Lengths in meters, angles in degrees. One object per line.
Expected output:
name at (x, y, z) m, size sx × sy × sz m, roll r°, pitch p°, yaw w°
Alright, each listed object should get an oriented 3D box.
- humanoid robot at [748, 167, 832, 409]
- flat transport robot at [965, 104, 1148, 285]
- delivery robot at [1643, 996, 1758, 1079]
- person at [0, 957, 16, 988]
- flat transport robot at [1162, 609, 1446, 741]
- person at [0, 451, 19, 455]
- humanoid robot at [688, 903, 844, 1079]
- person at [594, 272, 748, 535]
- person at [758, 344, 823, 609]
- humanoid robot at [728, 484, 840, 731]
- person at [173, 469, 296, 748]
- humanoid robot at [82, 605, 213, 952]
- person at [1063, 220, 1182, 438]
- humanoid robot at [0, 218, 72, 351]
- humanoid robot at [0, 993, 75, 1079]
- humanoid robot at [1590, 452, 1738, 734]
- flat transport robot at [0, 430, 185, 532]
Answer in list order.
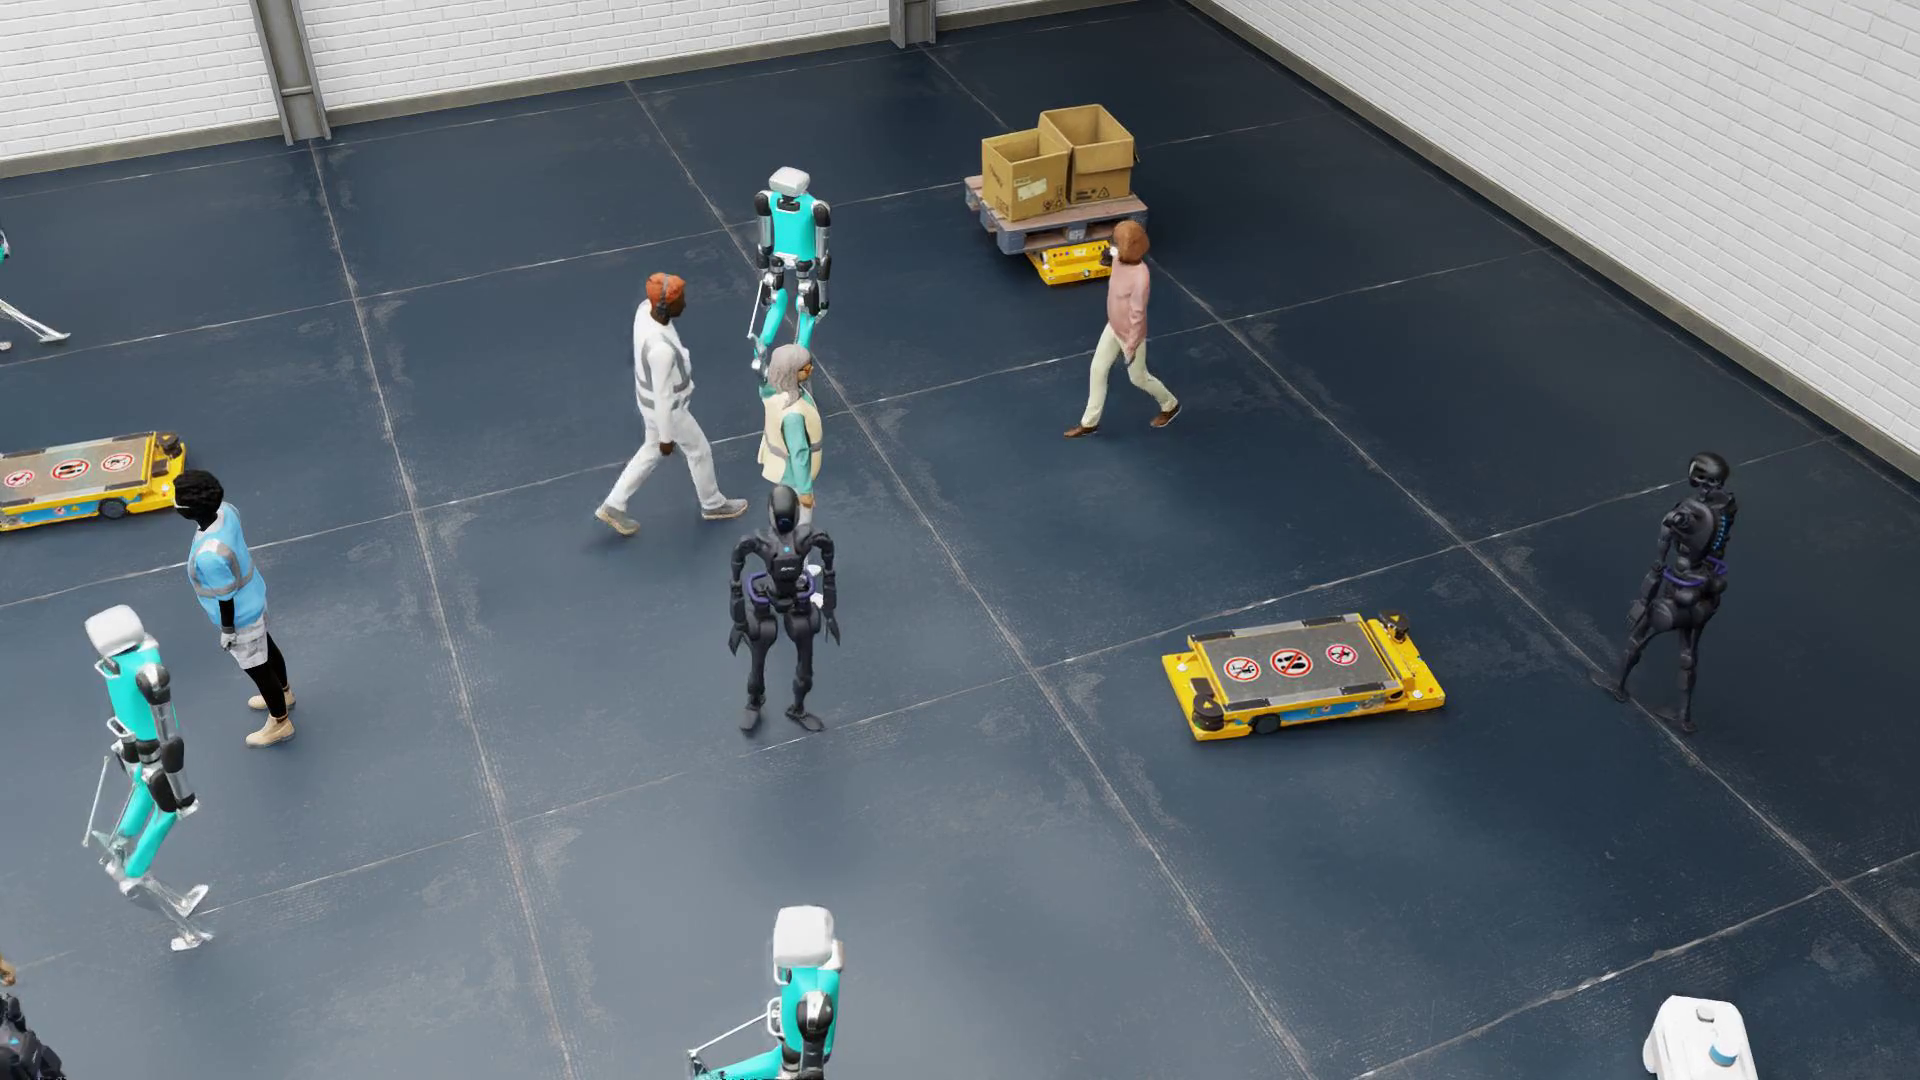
humanoid robot at (-1.181, -1.508, 11.082) m, size 0.540 × 1.839 × 0.747 m, roll 12°, pitch 39°, yaw 15°
flat transport robot at (0.776, -2.522, 13.556) m, size 0.659 × 0.231 × 1.431 m, roll -12°, pitch 39°, yaw -15°
delivery robot at (3.151, 2.330, 7.003) m, size 0.499 × 0.591 × 0.768 m, roll 5°, pitch 38°, yaw 7°
person at (-4.108, 1.860, 6.625) m, size 0.995 × 1.765 × 0.565 m, roll 3°, pitch 38°, yaw 4°
flat transport robot at (1.913, 0.750, 9.297) m, size 1.431 × 0.231 × 0.659 m, roll -7°, pitch 38°, yaw -9°
person at (-6.526, -1.287, 10.582) m, size 0.551 × 1.933 × 0.370 m, roll 21°, pitch 42°, yaw 25°
humanoid robot at (-0.748, 2.047, 6.407) m, size 1.024 × 1.733 × 0.559 m, roll -4°, pitch 38°, yaw -5°
person at (-1.822, -0.807, 10.032) m, size 0.908 × 1.845 × 0.606 m, roll -15°, pitch 40°, yaw -18°
person at (-0.964, -0.370, 9.571) m, size 0.365 × 1.708 × 0.474 m, roll -10°, pitch 39°, yaw -12°
humanoid robot at (-0.936, 0.362, 8.653) m, size 0.587 × 1.646 × 0.409 m, roll -9°, pitch 39°, yaw -12°
person at (-3.770, 0.343, 8.651) m, size 0.318 × 1.699 × 0.534 m, roll -9°, pitch 38°, yaw -12°
humanoid robot at (-3.795, 1.158, 7.559) m, size 0.565 × 1.778 × 0.734 m, roll 29°, pitch 46°, yaw 32°
person at (1.139, -1.378, 10.976) m, size 0.797 × 1.603 × 0.510 m, roll -13°, pitch 39°, yaw -16°
humanoid robot at (-6.996, -2.031, 11.707) m, size 0.890 × 1.756 × 0.544 m, roll -4°, pitch 38°, yaw -6°
humanoid robot at (-3.434, 2.216, 6.253) m, size 0.610 × 1.642 × 0.588 m, roll -8°, pitch 38°, yaw -11°
humanoid robot at (3.814, 0.266, 8.787) m, size 0.589 × 1.637 × 0.638 m, roll -19°, pitch 42°, yaw -23°
flat transport robot at (-5.794, -0.347, 10.725) m, size 1.431 × 0.231 × 0.659 m, roll -11°, pitch 39°, yaw -14°
